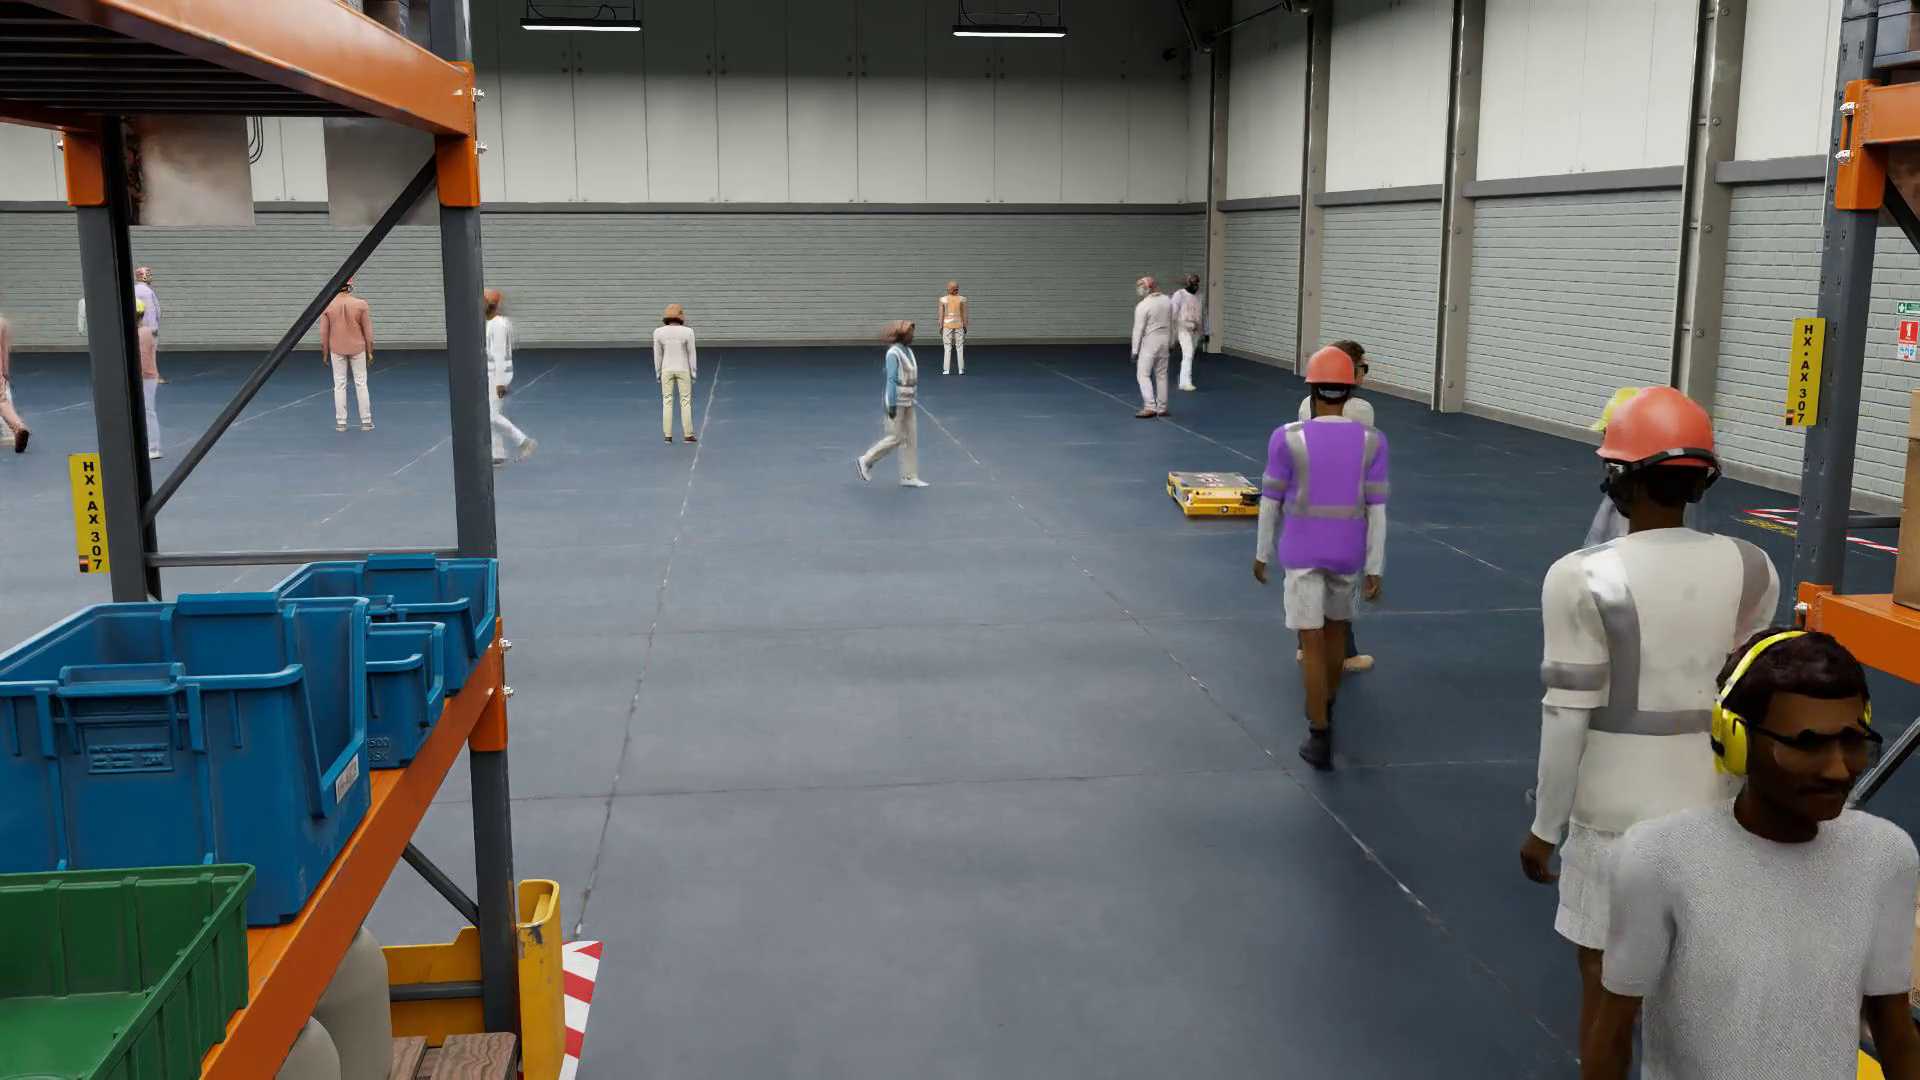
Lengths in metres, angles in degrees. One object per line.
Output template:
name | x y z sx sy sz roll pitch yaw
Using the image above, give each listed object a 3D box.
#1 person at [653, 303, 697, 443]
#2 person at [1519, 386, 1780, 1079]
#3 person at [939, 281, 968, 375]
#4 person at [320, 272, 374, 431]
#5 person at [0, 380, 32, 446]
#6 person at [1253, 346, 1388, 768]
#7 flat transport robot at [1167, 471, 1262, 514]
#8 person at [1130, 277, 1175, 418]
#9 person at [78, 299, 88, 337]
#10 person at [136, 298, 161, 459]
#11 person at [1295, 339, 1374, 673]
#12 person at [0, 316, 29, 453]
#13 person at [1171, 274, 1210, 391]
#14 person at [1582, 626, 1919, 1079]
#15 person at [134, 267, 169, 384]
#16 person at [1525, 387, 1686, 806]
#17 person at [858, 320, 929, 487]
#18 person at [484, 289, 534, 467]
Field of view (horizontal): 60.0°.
person | -3.319 -1.943 19.442 0.497 1.632 0.289 0 10 2
person | 1.680 0.642 4.145 0.608 2.045 0.392 -2 11 -12
person | -0.118 -3.696 29.033 0.514 1.641 0.308 -1 10 -8
person | -7.603 -2.345 20.652 0.611 1.996 0.378 -3 11 -16
person | -11.170 -1.943 18.947 0.630 1.819 0.840 6 12 31
person | 1.660 0.051 7.792 0.551 1.898 0.899 -1 10 -6
flat transport robot | 2.262 -0.431 14.890 0.652 0.197 1.431 0 10 0
person | 2.566 -2.559 22.182 0.747 1.876 0.419 -8 13 -38
person | -15.208 -3.712 29.240 0.521 1.582 0.874 -3 11 -16
person | -8.873 -1.739 17.994 0.359 1.762 0.550 -9 14 -41
person | 2.087 -0.187 9.239 0.325 1.842 0.516 -8 13 -36
person | -10.815 -1.883 18.481 0.885 1.874 0.646 4 11 22
person | 3.651 -3.231 25.976 0.667 1.817 0.691 -7 13 -35
person | 1.281 1.033 2.609 0.551 1.817 0.961 -2 10 -9
person | -13.297 -3.503 27.247 0.641 1.908 0.407 10 14 42
person | 2.797 0.279 6.793 0.742 1.809 0.594 7 13 35
person | -0.636 -1.310 15.998 0.619 1.622 0.525 4 11 20
person | -4.807 -1.677 17.335 0.492 1.866 0.595 -5 11 -24
